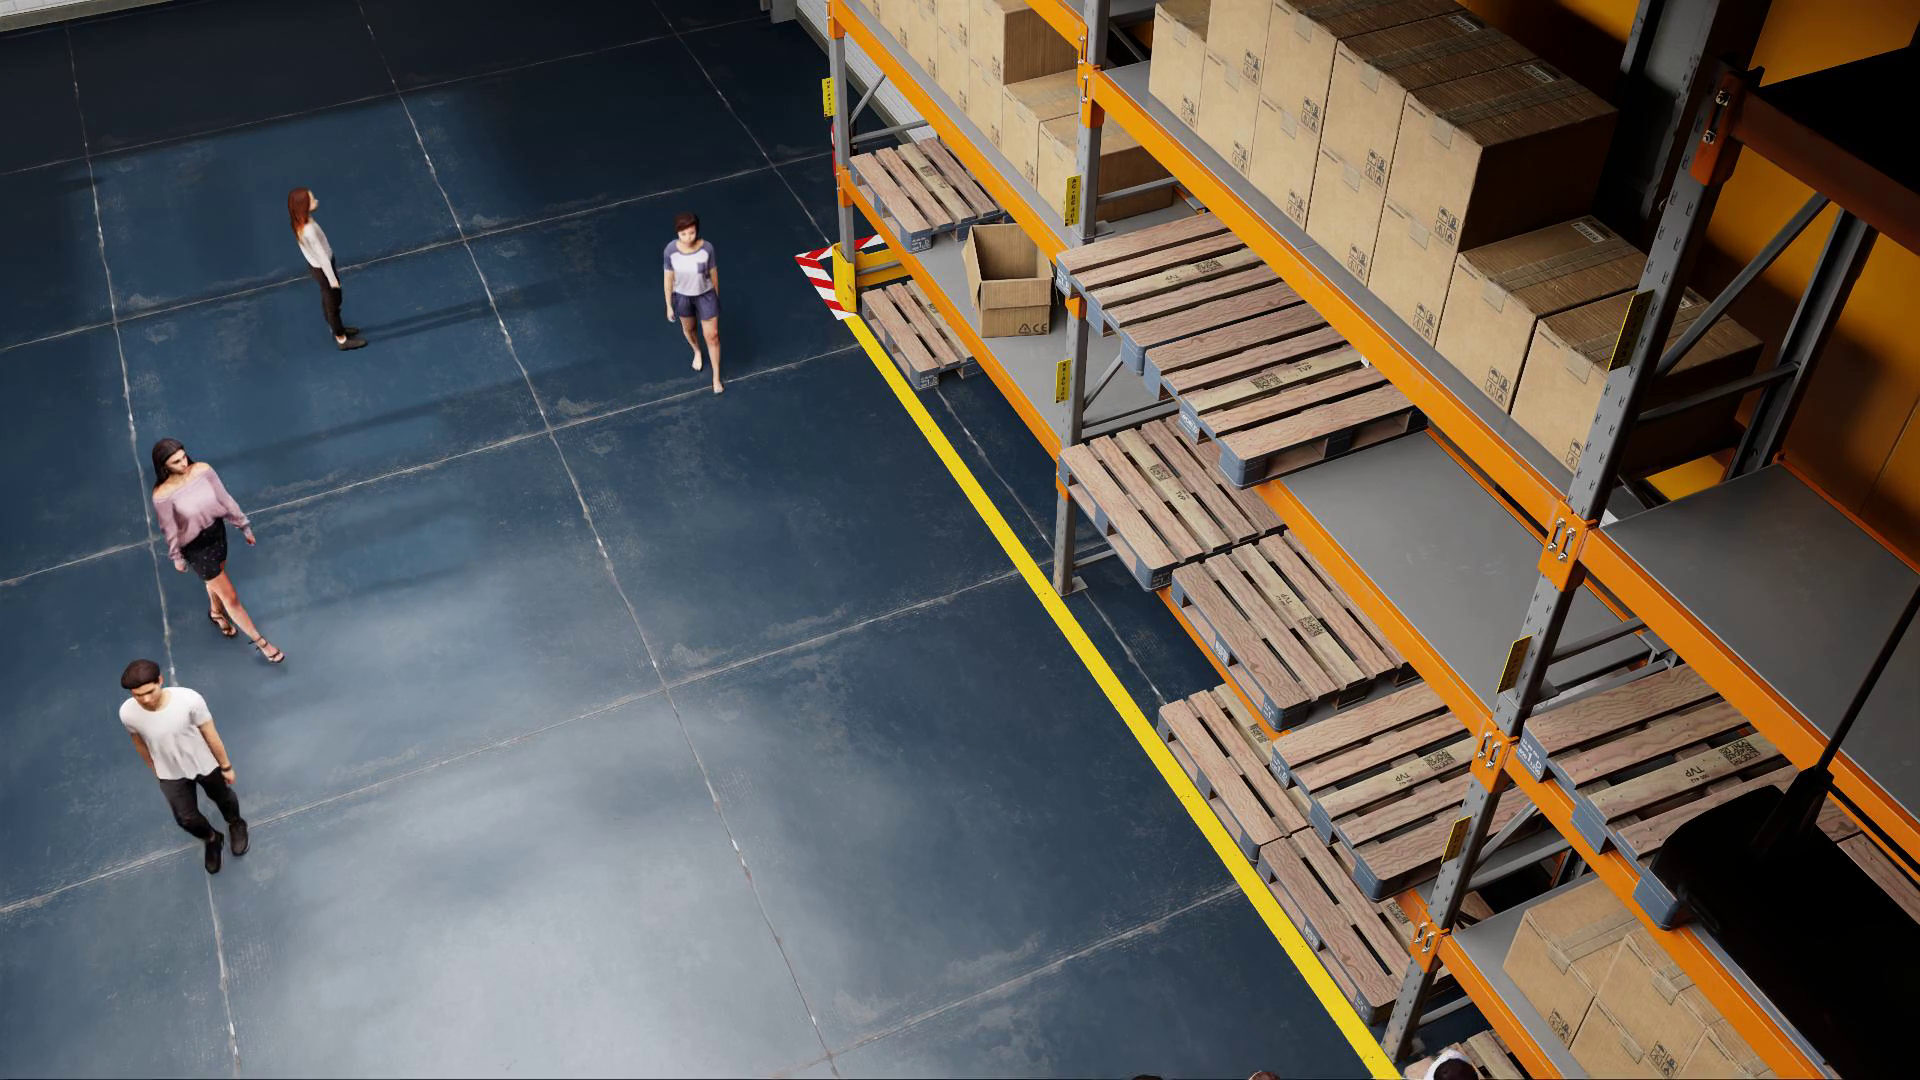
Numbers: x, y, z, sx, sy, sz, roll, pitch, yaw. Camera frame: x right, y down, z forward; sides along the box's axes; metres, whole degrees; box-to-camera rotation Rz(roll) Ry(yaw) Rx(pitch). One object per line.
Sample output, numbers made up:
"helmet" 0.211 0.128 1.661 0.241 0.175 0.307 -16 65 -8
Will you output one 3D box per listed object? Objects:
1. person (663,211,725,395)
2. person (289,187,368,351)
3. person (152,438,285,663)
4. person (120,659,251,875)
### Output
"person" -2.129 -1.997 13.275 0.758 1.539 0.932 -2 44 -2
"person" -5.195 -2.210 13.538 0.632 1.485 0.462 -23 48 -23
"person" -5.042 0.020 10.983 1.091 1.779 0.980 22 48 21
"person" -4.517 1.234 9.762 0.665 1.705 0.651 -13 45 -13
